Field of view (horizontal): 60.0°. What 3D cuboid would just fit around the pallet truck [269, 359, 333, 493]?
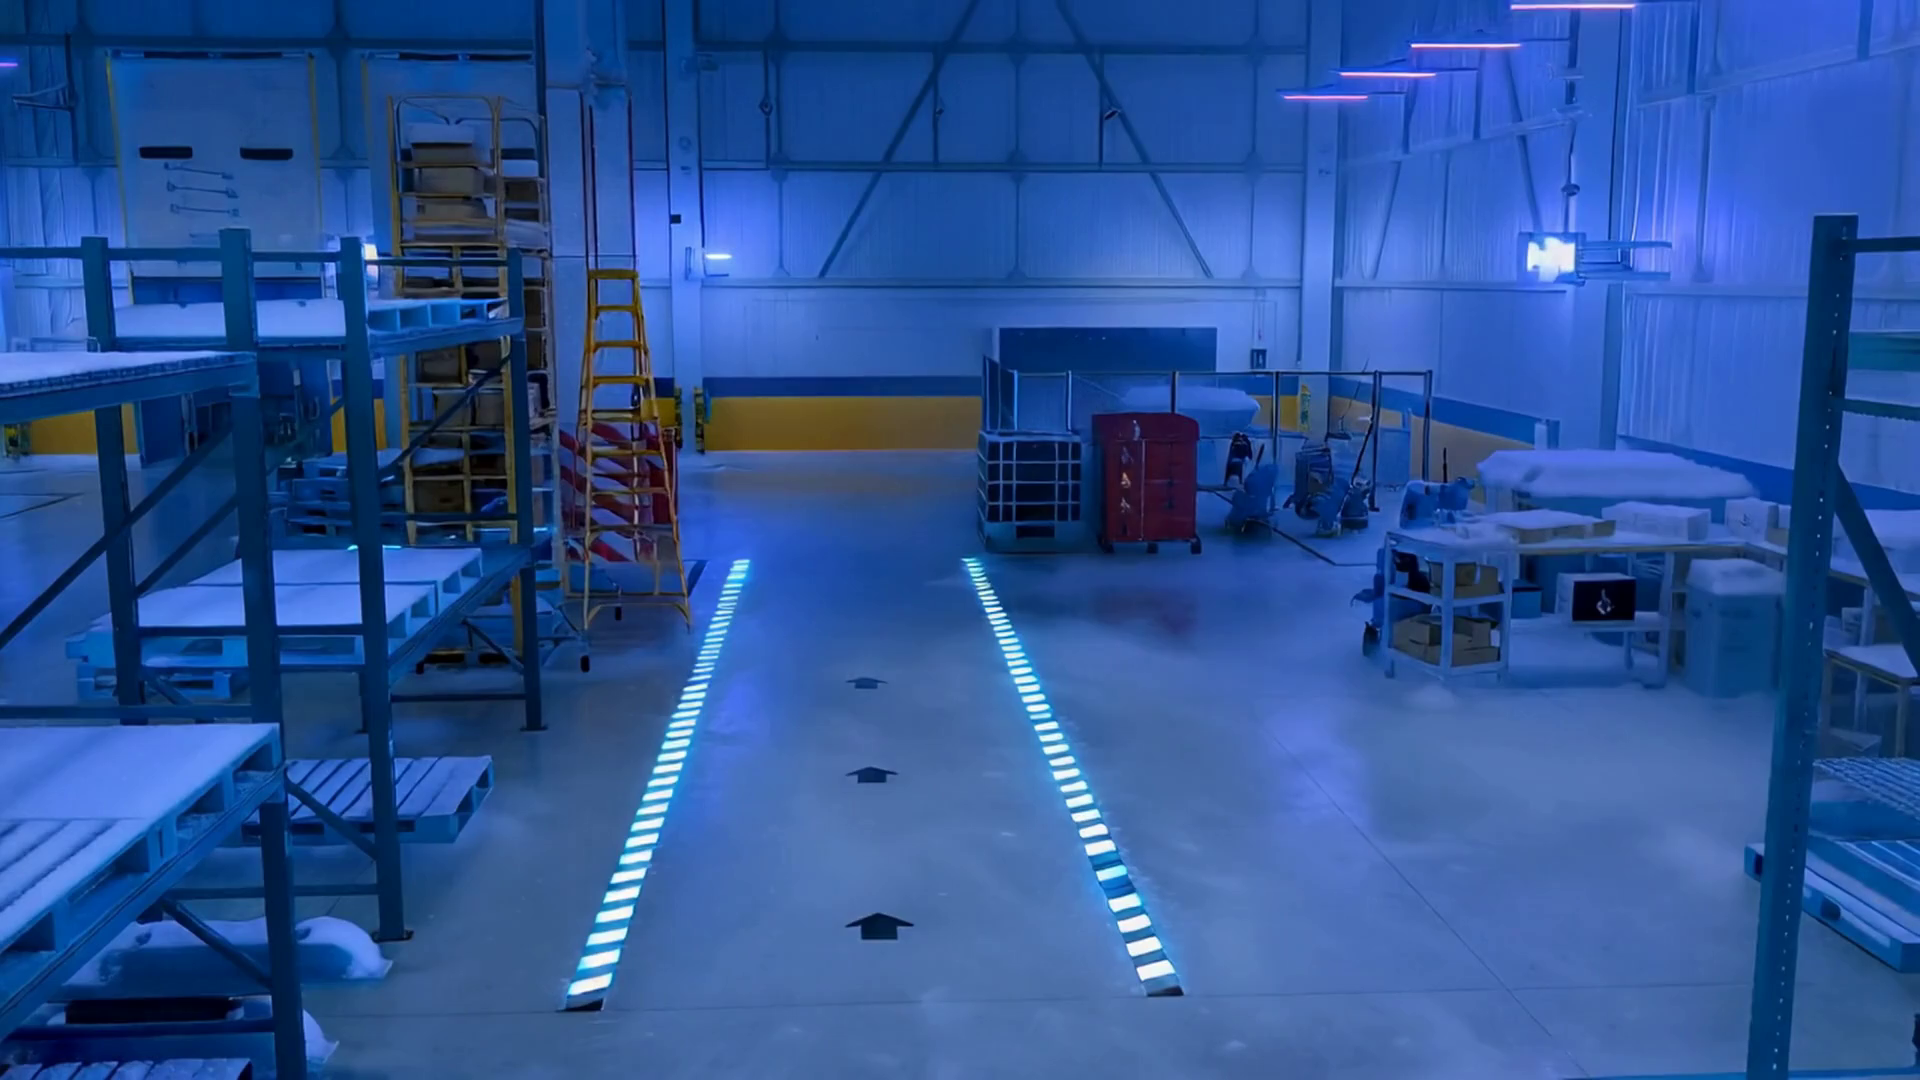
[{"bbox_3d":[-7.062,-1.131,18.996,1.885,1.965,0.823,2,9,13],"label":"pallet truck"}]
